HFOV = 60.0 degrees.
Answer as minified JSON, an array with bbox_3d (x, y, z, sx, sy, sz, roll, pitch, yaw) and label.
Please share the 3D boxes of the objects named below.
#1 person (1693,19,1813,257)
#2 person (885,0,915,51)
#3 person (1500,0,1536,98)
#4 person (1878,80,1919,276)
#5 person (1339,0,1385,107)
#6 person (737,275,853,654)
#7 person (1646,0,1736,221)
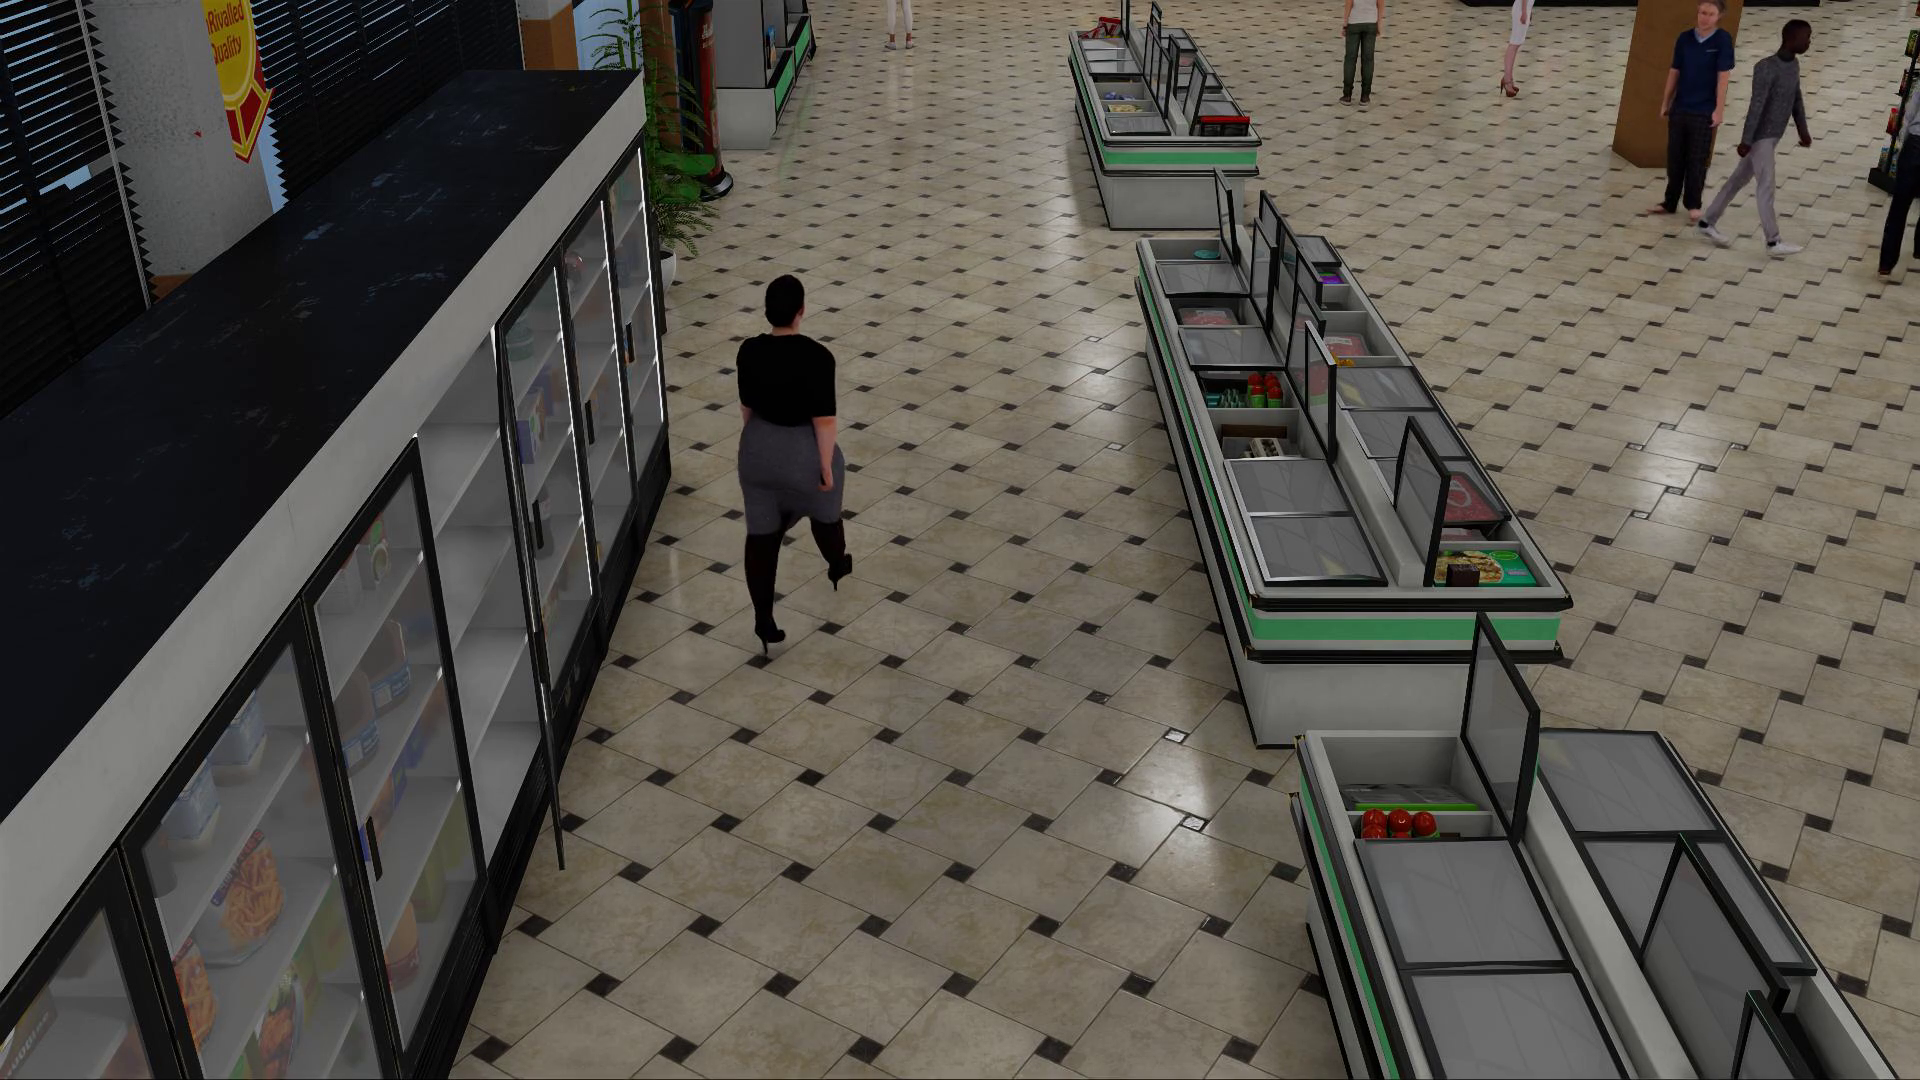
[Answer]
[{"bbox_3d":[6.292,-3.199,13.223,1.189,1.792,1.165,23,35,37],"label":"person"},{"bbox_3d":[-0.775,-7.067,20.948,0.653,1.703,0.589,-5,27,-11],"label":"person"},{"bbox_3d":[6.233,-5.862,18.464,0.690,1.801,0.553,12,29,23],"label":"person"},{"bbox_3d":[7.294,-2.861,12.588,1.119,1.764,1.298,17,32,30],"label":"person"},{"bbox_3d":[4.366,-5.581,18.073,0.596,1.654,0.546,2,27,4],"label":"person"},{"bbox_3d":[-0.815,-0.291,7.582,0.898,1.707,1.185,9,28,16],"label":"person"},{"bbox_3d":[6.199,-3.631,14.000,0.875,1.860,0.792,-14,30,-25],"label":"person"}]
